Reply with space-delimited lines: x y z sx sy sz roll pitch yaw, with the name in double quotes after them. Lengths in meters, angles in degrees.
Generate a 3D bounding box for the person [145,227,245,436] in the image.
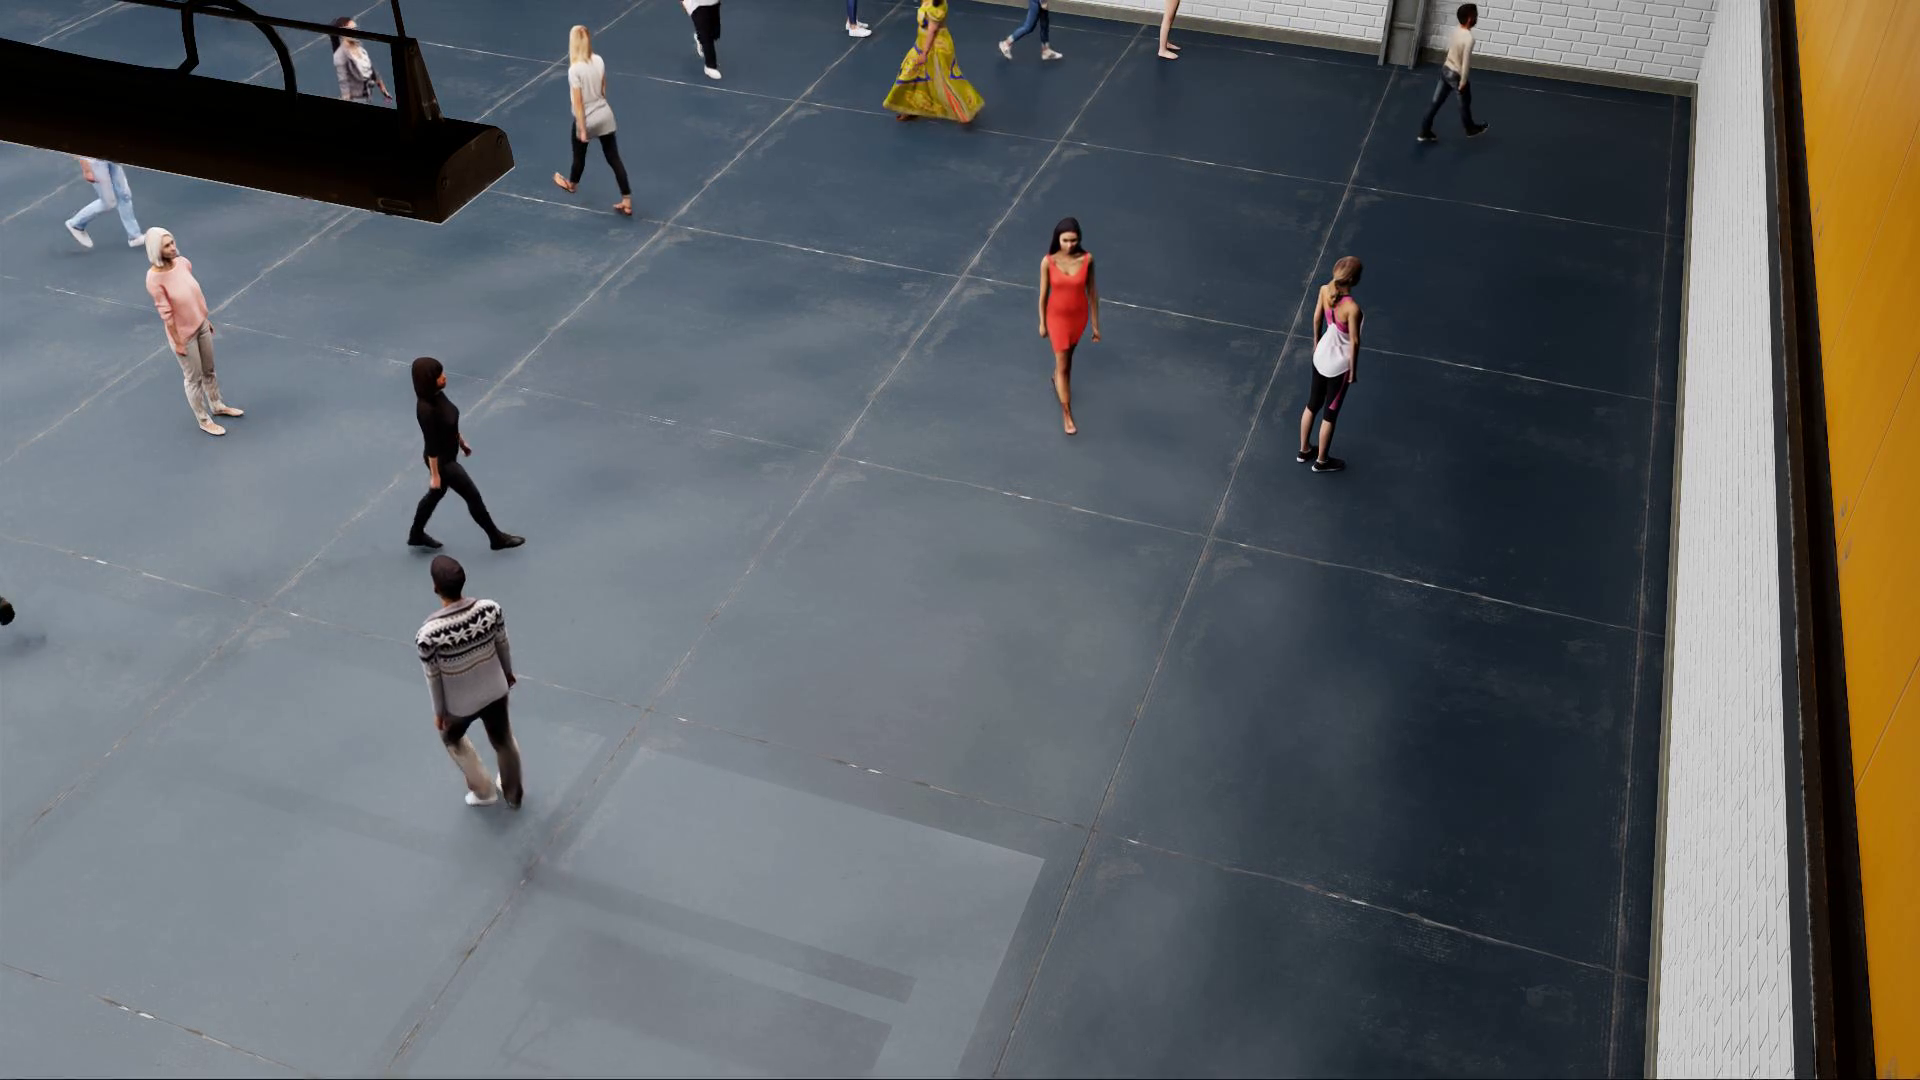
-5.943 -1.627 12.789 0.560 1.726 0.625 8 39 10 "person"

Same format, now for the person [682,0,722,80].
-2.847 -5.942 18.237 0.888 1.669 1.002 -28 46 -30 "person"

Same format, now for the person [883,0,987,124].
-0.172 -5.027 17.133 1.428 1.618 1.169 -6 39 -7 "person"

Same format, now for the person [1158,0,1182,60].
2.388 -6.264 18.656 0.564 1.650 0.625 7 39 9 "person"

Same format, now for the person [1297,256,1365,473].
2.755 -1.303 12.333 0.745 1.788 0.662 -20 43 -24 "person"

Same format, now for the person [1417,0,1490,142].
4.948 -4.695 16.864 1.038 1.435 0.925 -12 40 -15 "person"

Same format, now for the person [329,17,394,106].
-5.890 -4.267 16.152 0.976 1.653 0.735 5 39 6 "person"

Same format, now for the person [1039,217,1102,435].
0.829 -1.753 12.993 1.139 1.667 1.043 -6 39 -8 "person"

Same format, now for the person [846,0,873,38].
-1.216 -6.708 19.113 0.662 1.774 0.667 -4 39 -5 "person"

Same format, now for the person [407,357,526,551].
-3.664 -0.548 11.536 1.145 1.604 0.923 -5 39 -6 "person"

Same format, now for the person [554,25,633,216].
-3.347 -3.870 15.557 1.246 1.777 0.897 26 46 29 "person"

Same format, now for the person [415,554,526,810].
-2.748 0.915 9.517 0.812 1.836 0.820 -28 46 -30 "person"

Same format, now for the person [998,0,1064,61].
0.780 -6.029 18.518 1.026 1.455 0.756 1 39 1 "person"
